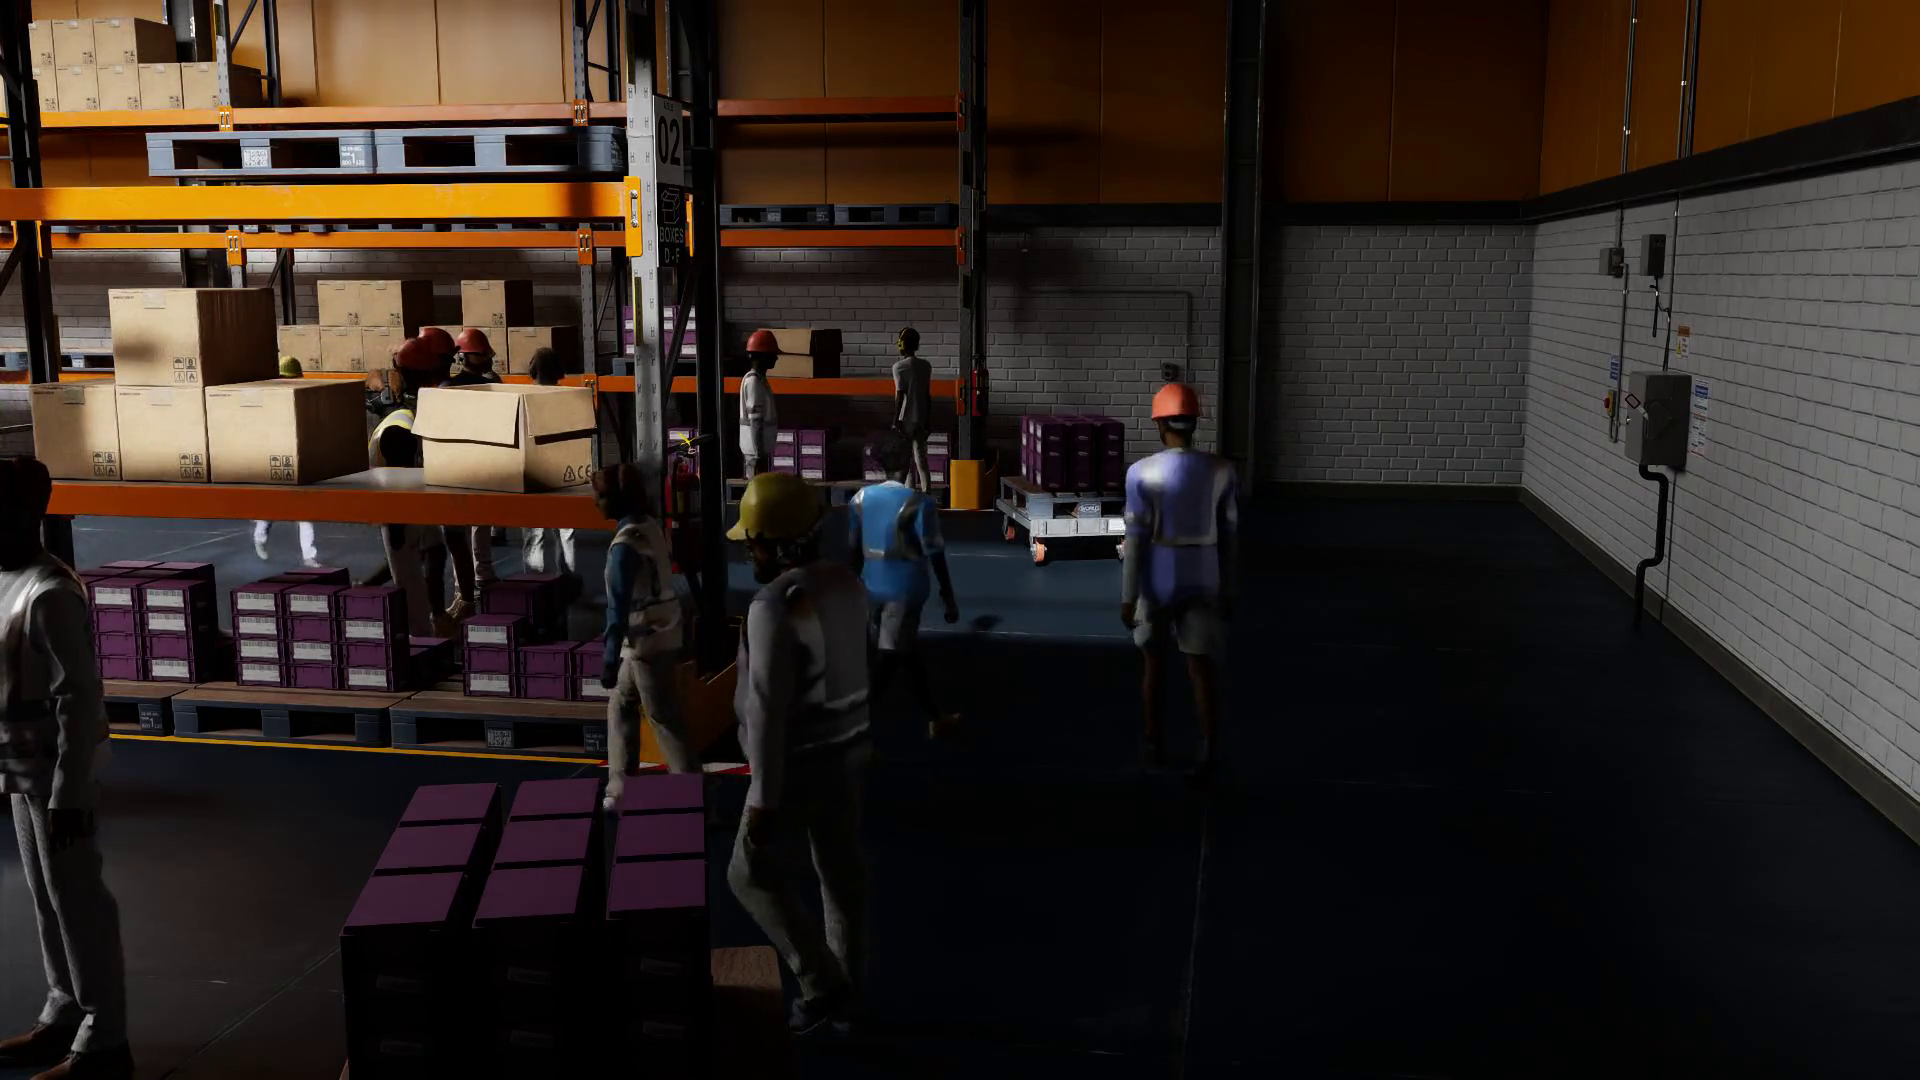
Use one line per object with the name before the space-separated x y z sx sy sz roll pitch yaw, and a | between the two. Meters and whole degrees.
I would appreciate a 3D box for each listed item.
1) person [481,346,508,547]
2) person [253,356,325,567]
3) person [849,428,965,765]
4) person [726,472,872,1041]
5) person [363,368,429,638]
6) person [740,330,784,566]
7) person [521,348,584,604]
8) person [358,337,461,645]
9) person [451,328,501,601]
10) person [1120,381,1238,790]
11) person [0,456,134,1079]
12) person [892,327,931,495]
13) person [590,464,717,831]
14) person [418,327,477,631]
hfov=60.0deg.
person | -4.165 -0.849 14.603 0.404 1.827 0.600 -2 9 -14
person | -5.509 -0.634 13.540 0.727 1.740 0.530 8 12 41
person | -0.307 0.266 8.267 0.569 1.638 0.910 9 13 43
person | -0.480 0.689 5.117 0.418 1.810 0.653 5 10 28
person | -3.449 -0.134 10.180 0.430 1.835 0.621 -3 10 -20
person | -1.626 -0.758 13.705 0.374 1.935 0.552 -1 9 -6
person | -2.893 -0.395 11.646 0.655 1.870 1.045 0 9 -3
person | -3.586 -0.300 10.666 0.862 2.006 0.623 0 9 -3
person | -3.583 -0.562 12.312 0.377 1.995 0.608 3 10 20
person | 1.055 0.210 7.837 0.572 1.905 0.861 -1 9 -8
person | -2.692 0.691 4.889 0.354 1.881 0.576 -8 12 -41
person | -0.486 -1.143 16.307 0.315 1.869 0.526 8 12 42
person | -1.390 0.468 7.141 0.723 1.598 0.563 0 9 0
person | -3.459 -0.398 11.147 0.393 2.041 0.613 -3 10 -17
